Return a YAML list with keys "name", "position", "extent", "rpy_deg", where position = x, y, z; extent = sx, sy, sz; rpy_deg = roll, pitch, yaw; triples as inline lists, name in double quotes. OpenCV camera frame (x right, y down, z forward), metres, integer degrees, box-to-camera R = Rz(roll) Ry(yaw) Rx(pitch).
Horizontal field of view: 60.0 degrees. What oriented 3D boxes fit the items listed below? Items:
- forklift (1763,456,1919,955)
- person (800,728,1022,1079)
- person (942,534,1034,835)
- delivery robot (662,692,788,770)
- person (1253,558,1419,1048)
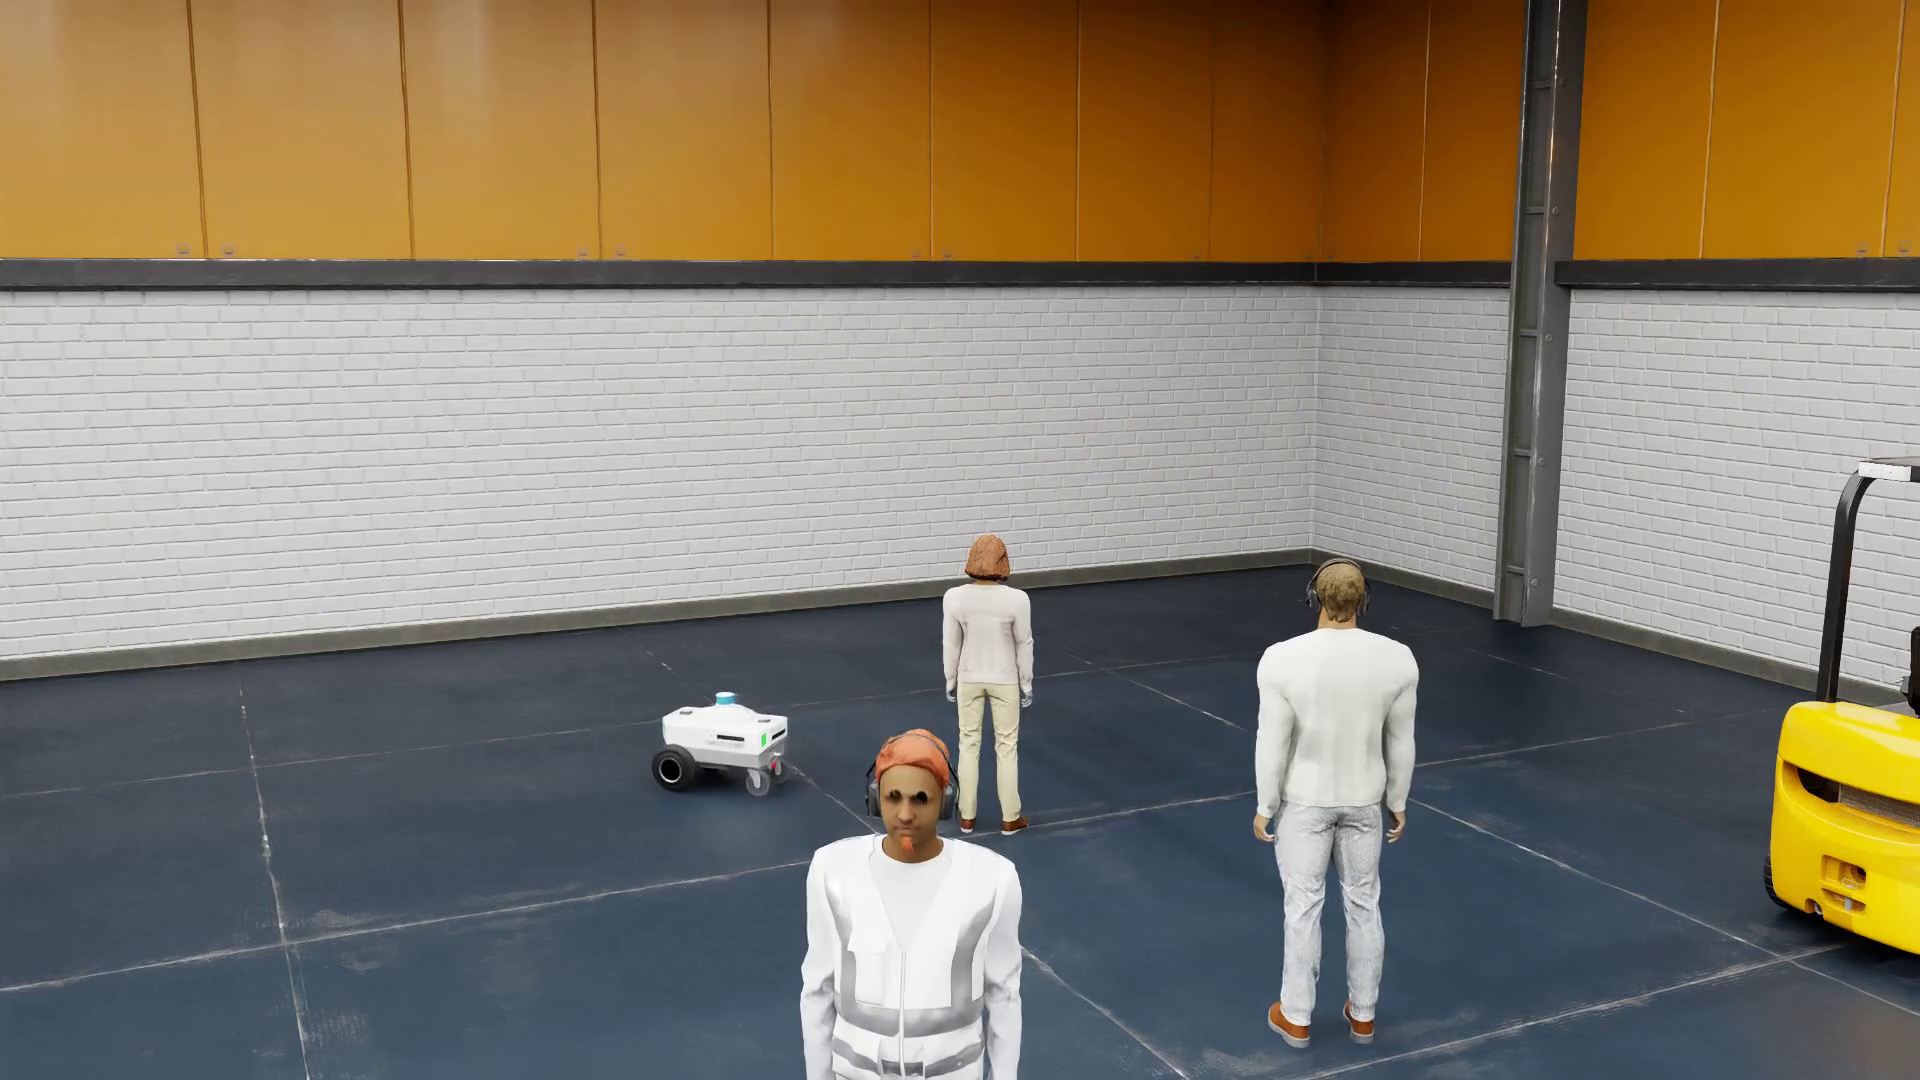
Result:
- name: "forklift"
  position: [4.857, 0.731, 7.561]
  extent: [2.313, 2.155, 1.214]
  rpy_deg: [-4, 10, -25]
- name: "person"
  position: [-0.130, 1.411, 4.303]
  extent: [0.573, 1.884, 0.355]
  rpy_deg: [1, 9, 5]
- name: "person"
  position: [0.153, 0.780, 8.984]
  extent: [0.499, 1.634, 0.279]
  rpy_deg: [2, 9, 14]
- name: "delivery robot"
  position: [-1.380, 1.141, 9.797]
  extent: [0.707, 0.478, 0.477]
  rpy_deg: [3, 10, 20]
- name: "person"
  position: [1.454, 1.027, 6.511]
  extent: [0.635, 1.938, 0.361]
  rpy_deg: [-1, 9, -4]
